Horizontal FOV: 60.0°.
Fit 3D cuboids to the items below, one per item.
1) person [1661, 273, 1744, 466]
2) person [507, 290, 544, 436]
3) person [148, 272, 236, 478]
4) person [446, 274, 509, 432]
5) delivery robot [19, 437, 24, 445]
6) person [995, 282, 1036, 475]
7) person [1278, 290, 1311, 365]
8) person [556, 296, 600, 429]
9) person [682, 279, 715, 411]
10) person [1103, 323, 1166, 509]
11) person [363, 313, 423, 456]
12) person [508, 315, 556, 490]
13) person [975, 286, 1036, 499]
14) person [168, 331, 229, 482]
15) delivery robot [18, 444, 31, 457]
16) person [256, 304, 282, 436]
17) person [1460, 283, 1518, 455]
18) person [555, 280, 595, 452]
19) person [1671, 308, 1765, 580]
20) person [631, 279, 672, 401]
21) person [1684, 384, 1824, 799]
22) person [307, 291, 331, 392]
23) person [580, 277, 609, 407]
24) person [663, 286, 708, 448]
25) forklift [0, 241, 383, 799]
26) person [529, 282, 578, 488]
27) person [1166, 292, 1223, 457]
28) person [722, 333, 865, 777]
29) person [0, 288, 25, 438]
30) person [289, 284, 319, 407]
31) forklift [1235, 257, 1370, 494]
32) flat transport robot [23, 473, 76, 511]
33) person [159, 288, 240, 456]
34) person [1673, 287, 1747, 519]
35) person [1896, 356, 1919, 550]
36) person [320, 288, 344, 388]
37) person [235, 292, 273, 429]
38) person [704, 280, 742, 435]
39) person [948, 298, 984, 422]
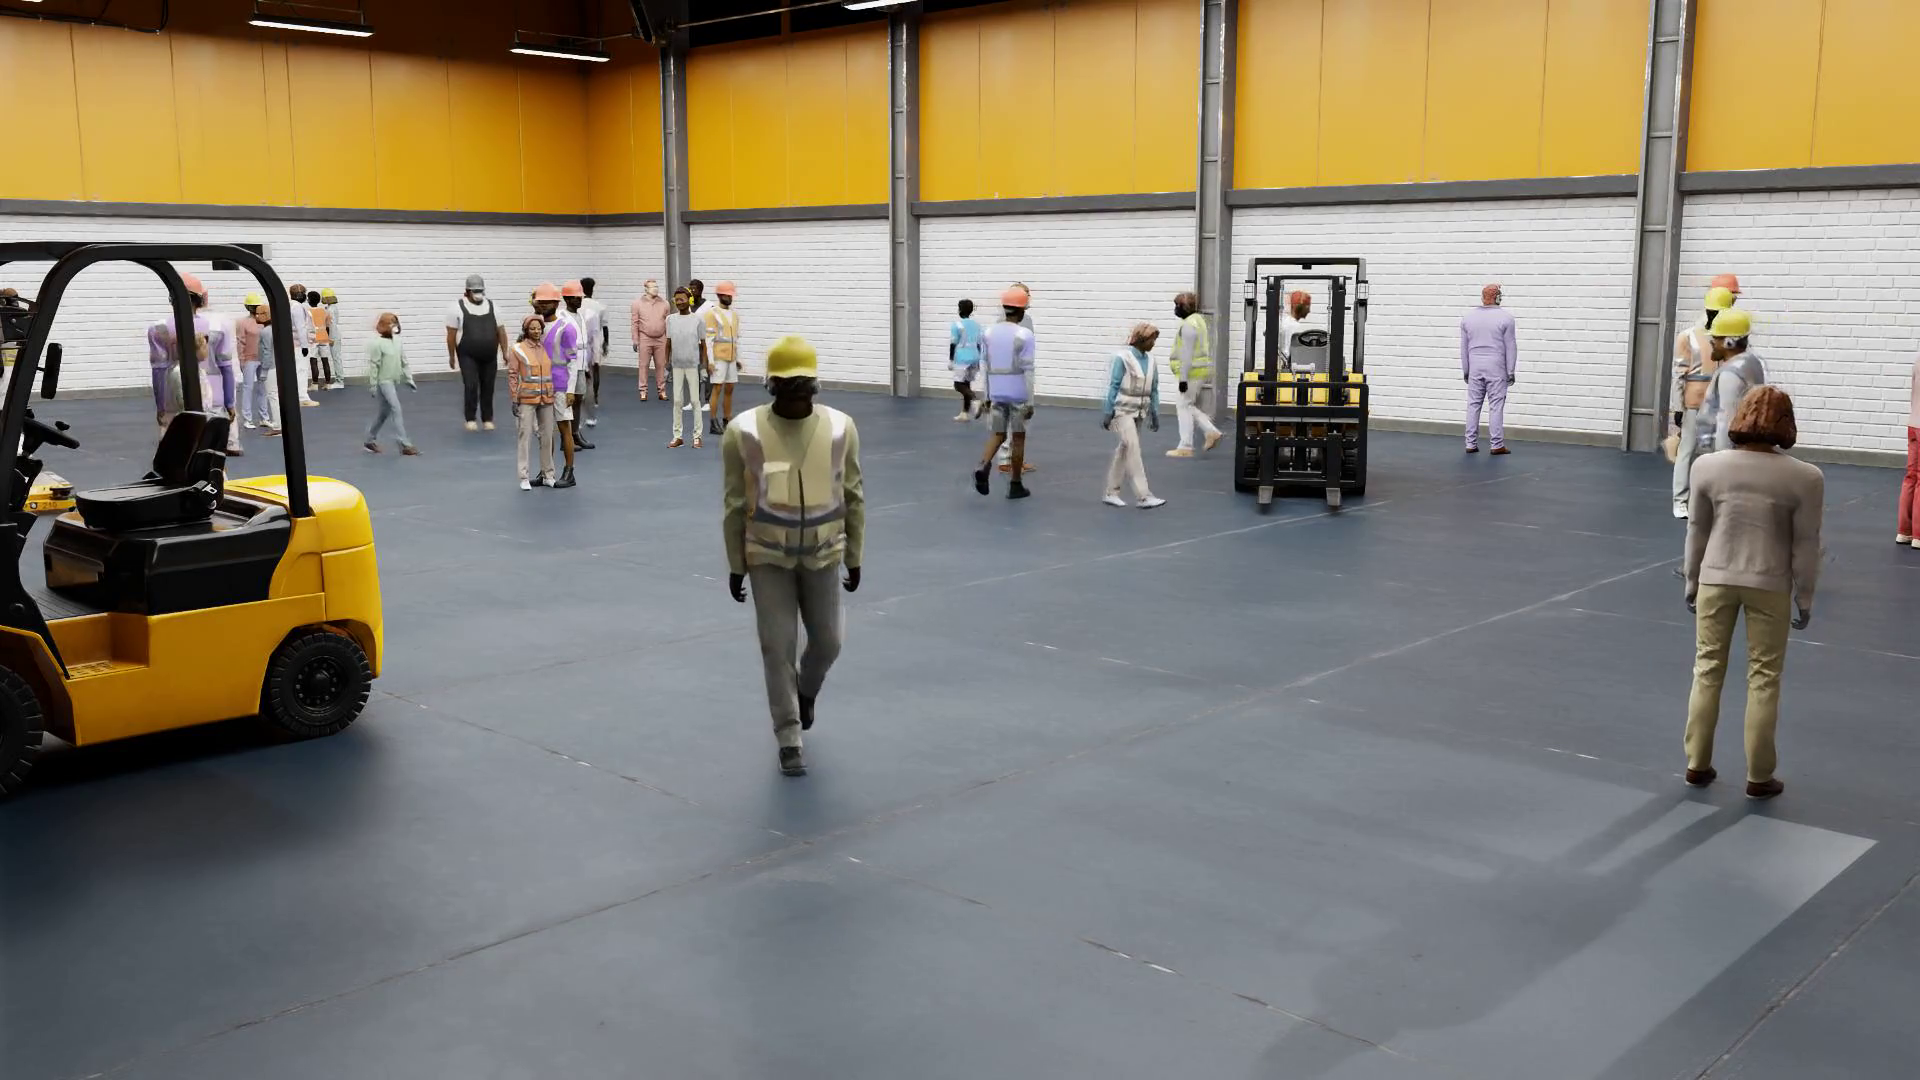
[{"bbox_3d":[7.615,-1.685,16.880,0.730,2.025,0.660,7,12,37],"label":"person"},{"bbox_3d":[-5.313,-2.209,20.744,0.651,1.821,0.881,2,9,12],"label":"person"},{"bbox_3d":[-6.143,-1.116,13.347,0.608,2.044,0.372,-5,10,-27],"label":"person"},{"bbox_3d":[-6.114,-2.390,21.164,0.714,2.000,0.629,-6,11,-33],"label":"person"},{"bbox_3d":[-9.557,-0.933,16.489,0.707,0.478,0.477,8,12,40],"label":"delivery robot"},{"bbox_3d":[0.567,-1.629,16.808,0.354,1.938,0.637,5,10,26],"label":"person"},{"bbox_3d":[3.403,-1.726,17.689,0.774,1.857,0.643,0,9,-2],"label":"person"},{"bbox_3d":[-4.971,-2.385,21.649,0.581,1.878,0.890,-2,9,-10],"label":"person"},{"bbox_3d":[-3.799,-2.844,24.342,0.590,1.913,0.393,6,11,32],"label":"person"},{"bbox_3d":[1.537,-1.053,14.300,0.549,1.591,0.824,-9,13,-44],"label":"person"},{"bbox_3d":[-6.393,-1.740,18.556,0.840,1.592,0.504,2,10,14],"label":"person"},{"bbox_3d":[-3.993,-1.291,15.654,0.522,1.639,0.306,-8,12,-40],"label":"person"},{"bbox_3d":[0.413,-1.298,14.856,0.557,1.918,0.612,6,11,33],"label":"person"},{"bbox_3d":[-5.662,-0.750,12.446,0.825,1.600,0.526,0,9,-1],"label":"person"},{"bbox_3d":[-8.821,-0.752,15.379,0.477,0.478,0.707,-7,11,-36],"label":"delivery robot"},{"bbox_3d":[-8.576,-2.105,20.661,0.286,1.633,0.499,-2,9,-10],"label":"person"},{"bbox_3d":[5.925,-1.907,18.617,0.643,1.909,0.410,8,12,41],"label":"person"},{"bbox_3d":[-4.399,-1.982,18.974,0.361,1.940,0.543,4,10,21],"label":"person"},{"bbox_3d":[5.098,-0.604,10.896,0.631,1.814,0.606,7,12,38],"label":"person"},{"bbox_3d":[-4.827,-3.131,26.102,0.651,1.913,0.410,-4,10,-24],"label":"person"},{"bbox_3d":[3.104,0.201,6.555,0.493,1.624,0.280,7,12,37],"label":"person"},{"bbox_3d":[-10.896,-3.360,28.158,0.318,1.700,0.535,6,11,33],"label":"person"},{"bbox_3d":[-5.578,-2.960,24.937,0.639,1.947,0.424,-4,10,-21],"label":"person"},{"bbox_3d":[-3.179,-1.988,19.239,0.533,1.866,0.320,1,9,8],"label":"person"},{"bbox_3d":[-3.706,-0.171,7.093,1.214,2.155,2.313,9,13,43],"label":"forklift"},{"bbox_3d":[-3.876,-1.459,15.757,0.552,1.942,0.340,5,10,26],"label":"person"},{"bbox_3d":[2.560,-1.808,18.271,0.527,1.822,0.640,2,10,14],"label":"person"},{"bbox_3d":[-0.701,0.039,6.974,0.602,1.816,0.614,-3,10,-16],"label":"person"},{"bbox_3d":[-11.566,-2.155,20.338,0.429,1.843,0.629,1,9,7],"label":"person"},{"bbox_3d":[-9.943,-2.933,25.108,0.429,1.841,0.633,-6,11,-32],"label":"person"},{"bbox_3d":[3.309,-1.629,16.029,1.214,2.155,2.313,2,9,11],"label":"forklift"},{"bbox_3d":[-8.205,-0.425,14.530,0.652,0.197,1.431,-7,11,-36],"label":"flat transport robot"},{"bbox_3d":[-8.406,-1.846,18.365,0.964,1.857,0.677,3,10,18],"label":"person"},{"bbox_3d":[6.213,-1.129,13.797,0.588,1.923,0.383,0,9,0],"label":"person"},{"bbox_3d":[7.187,-0.806,12.295,0.309,1.769,0.523,1,9,8],"label":"person"},{"bbox_3d":[-10.907,-3.499,28.880,0.313,1.741,0.487,-3,10,-17],"label":"person"},{"bbox_3d":[-9.134,-2.327,21.620,0.328,1.767,0.530,6,11,31],"label":"person"},{"bbox_3d":[-2.945,-2.292,20.880,0.373,1.934,0.551,7,11,36],"label":"person"},{"bbox_3d":[0.136,-2.410,22.387,0.542,1.678,0.612,-9,13,-44],"label":"person"}]
